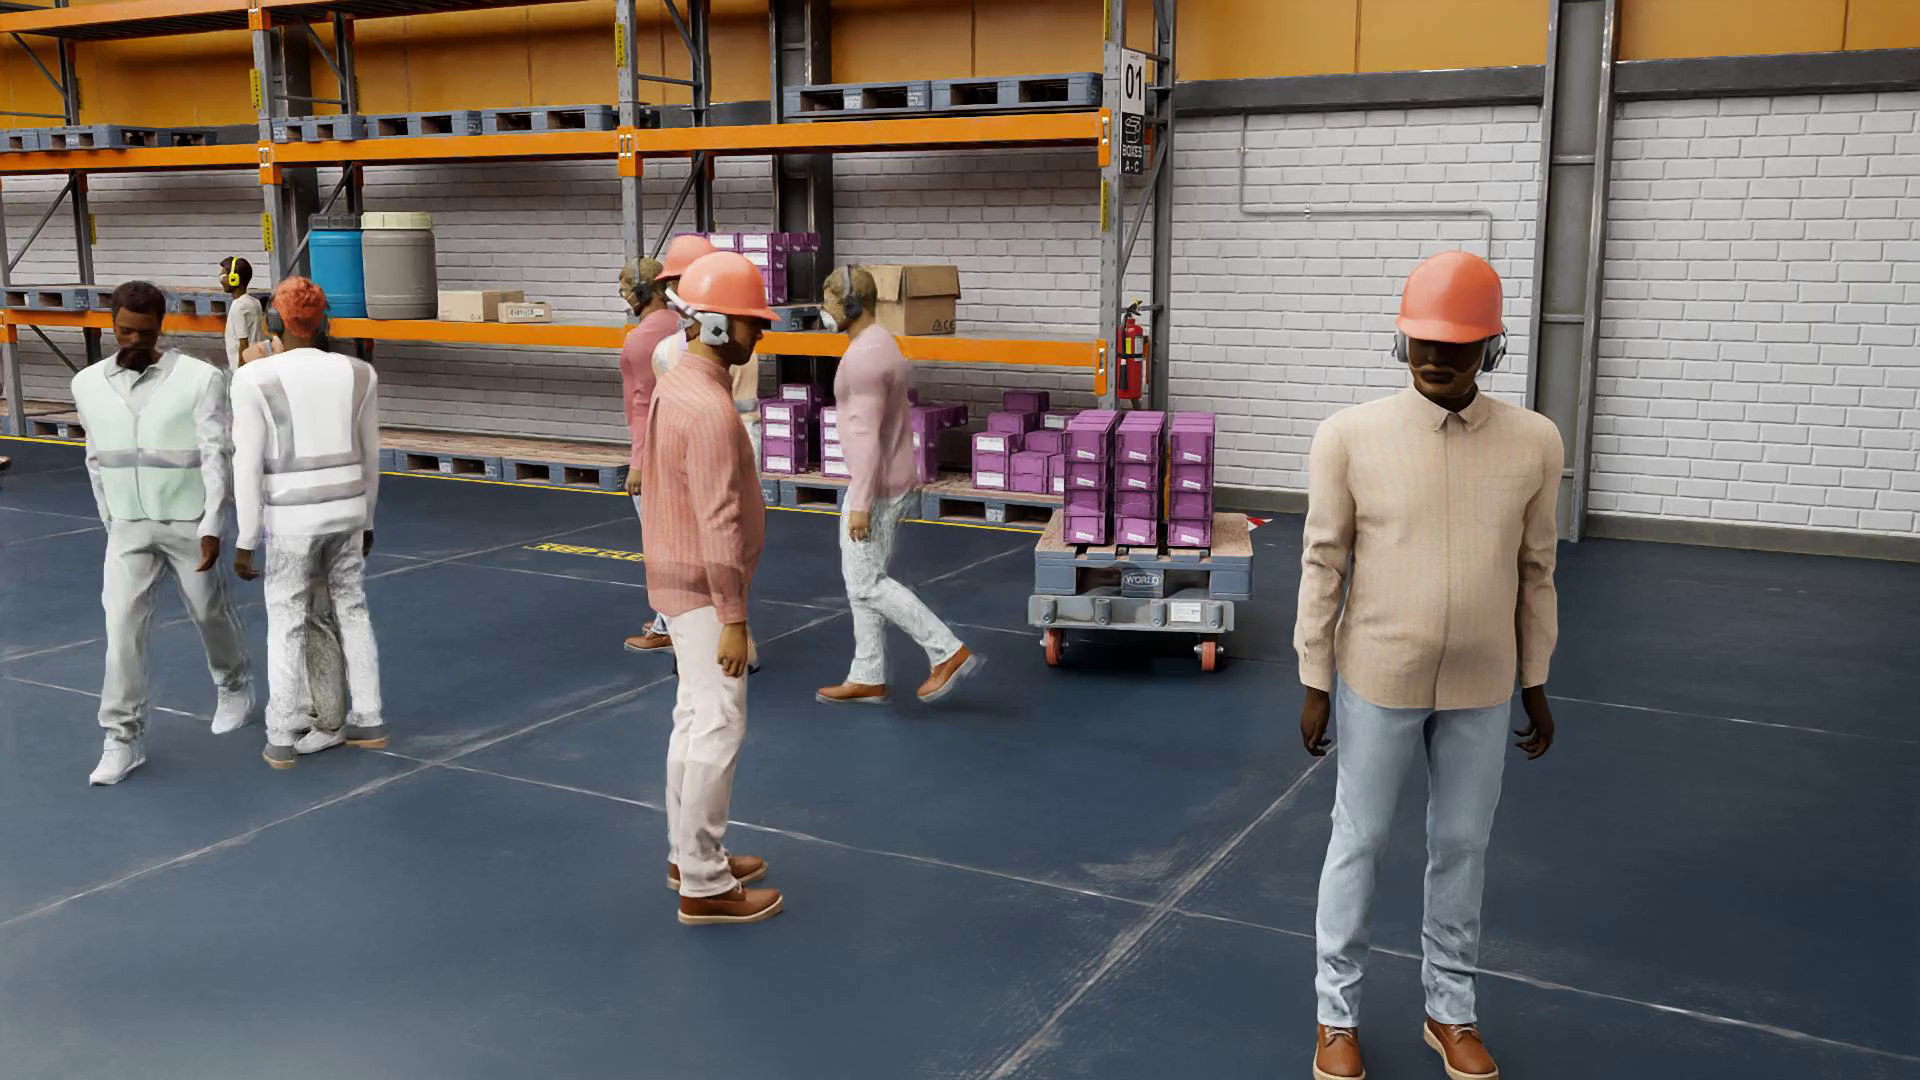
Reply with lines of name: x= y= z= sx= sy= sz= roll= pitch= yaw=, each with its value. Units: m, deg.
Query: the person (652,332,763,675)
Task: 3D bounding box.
person: x=-1.123 y=-0.309 z=7.603 sx=0.548 sy=1.925 sz=0.390 roll=5 pitch=12 yaw=26

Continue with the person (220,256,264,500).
person: x=-5.530 y=-1.243 z=12.854 sx=0.329 sy=1.872 sz=0.507 roll=-2 pitch=10 yaw=-10

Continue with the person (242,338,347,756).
person: x=-2.606 y=0.023 z=6.550 sx=0.314 sy=1.639 sz=0.514 roll=-6 pitch=12 yaw=-30

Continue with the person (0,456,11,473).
person: x=-8.573 y=-1.425 z=14.094 sx=1.001 sy=1.789 sz=0.628 roll=5 pitch=12 yaw=27

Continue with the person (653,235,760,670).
person: x=-1.168 y=-0.374 z=7.677 sx=0.459 sy=2.031 sz=0.630 roll=1 pitch=10 yaw=7

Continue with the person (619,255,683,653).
person: x=-1.468 y=-0.411 z=8.123 sx=0.372 sy=1.935 sz=0.627 roll=2 pitch=10 yaw=10

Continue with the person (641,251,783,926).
person: x=-0.722 y=0.151 z=4.912 sx=0.410 sy=1.980 sz=0.630 roll=-4 pitch=11 yaw=-19

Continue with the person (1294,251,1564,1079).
person: x=1.102 y=0.328 z=3.912 sx=0.623 sy=1.987 sz=0.394 roll=0 pitch=10 yaw=-2

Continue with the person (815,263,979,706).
person: x=-0.286 y=-0.204 z=7.041 sx=0.604 sy=1.915 sz=0.654 roll=-1 pitch=10 yaw=-3

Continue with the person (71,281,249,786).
person: x=-3.095 y=-0.076 z=6.483 sx=0.591 sy=1.866 sz=0.952 roll=-1 pitch=10 yaw=-6

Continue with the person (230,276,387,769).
person: x=-2.499 y=-0.068 z=6.397 sx=0.372 sy=1.882 sz=0.603 roll=9 pitch=14 yaw=42
